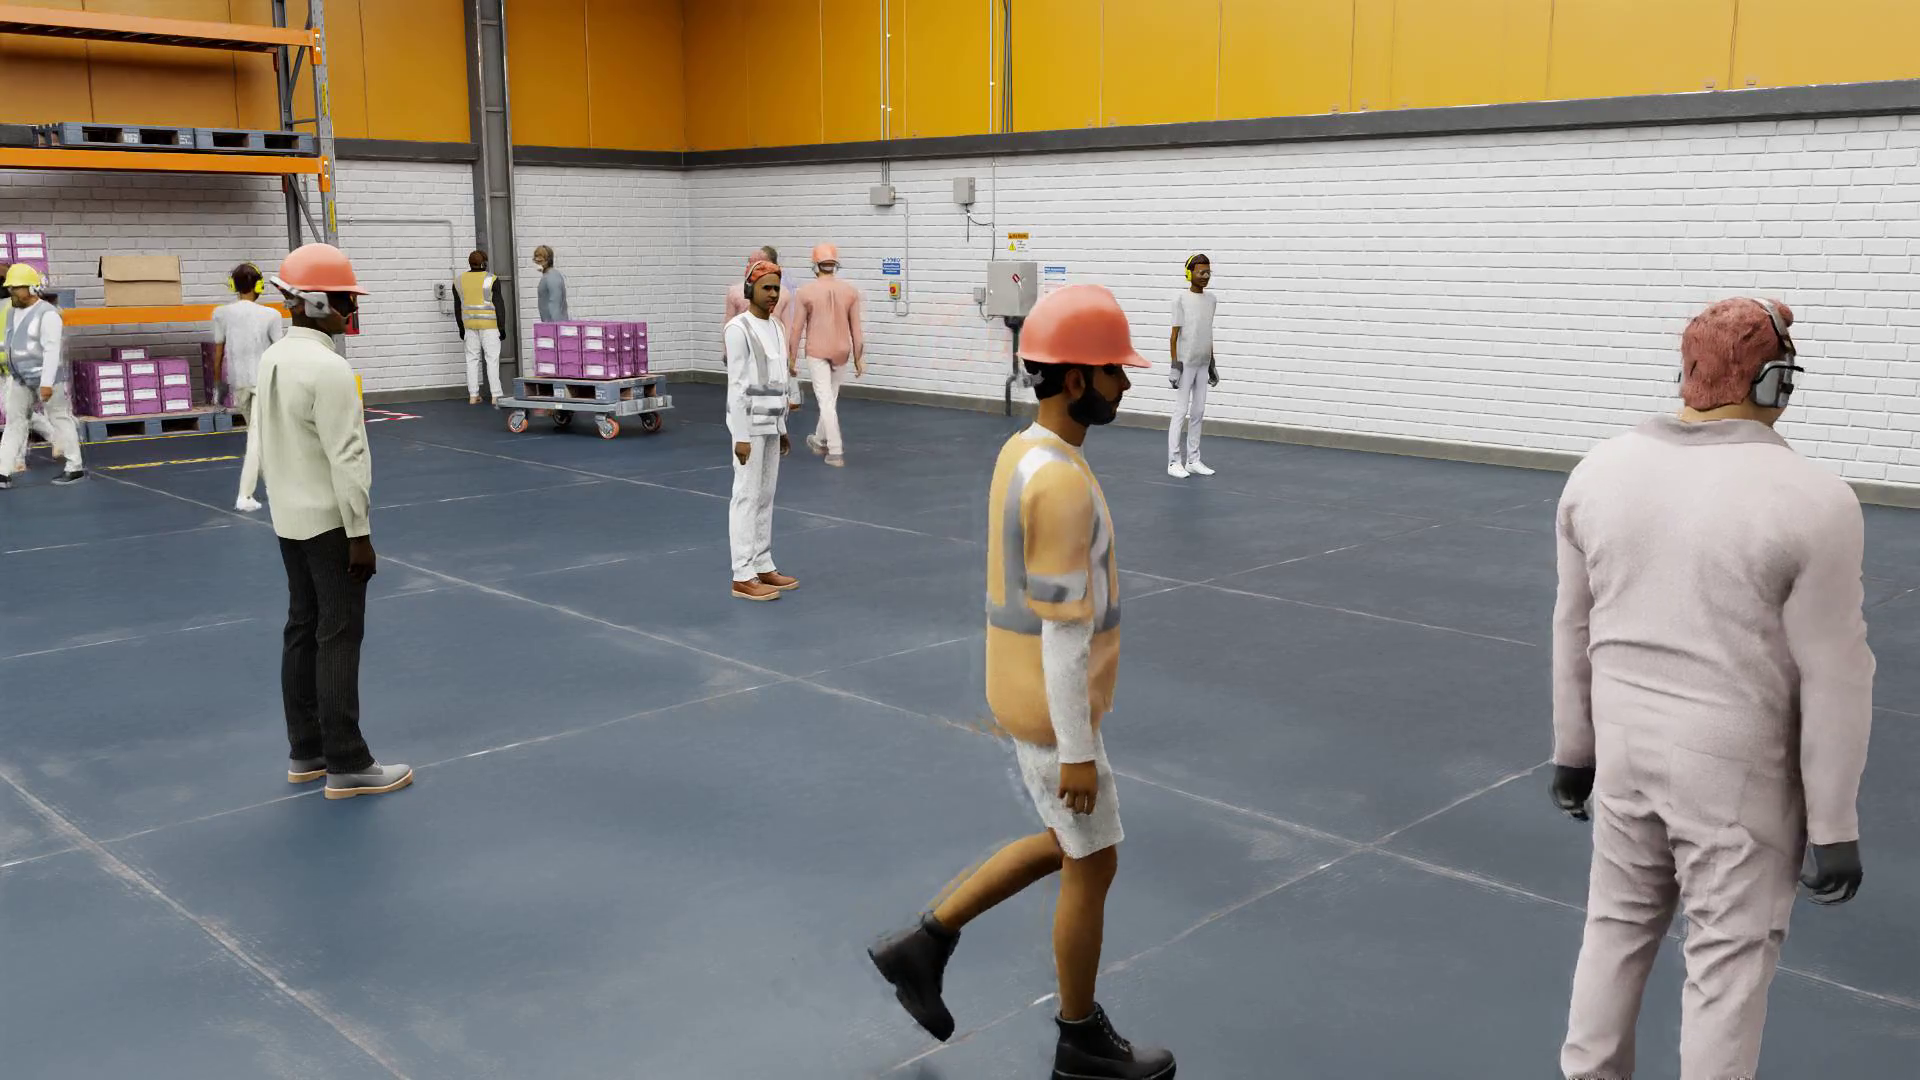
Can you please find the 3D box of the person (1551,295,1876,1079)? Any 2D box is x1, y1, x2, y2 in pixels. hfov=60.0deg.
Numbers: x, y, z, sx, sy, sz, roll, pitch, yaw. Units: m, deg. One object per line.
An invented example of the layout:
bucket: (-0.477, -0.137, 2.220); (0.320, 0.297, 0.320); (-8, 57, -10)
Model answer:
person: (1.540, 0.457, 3.438); (0.401, 1.905, 0.681); (-6, 12, -31)

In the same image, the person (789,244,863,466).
person: (-1.232, -1.666, 14.894); (0.642, 1.937, 1.008); (-5, 12, -27)

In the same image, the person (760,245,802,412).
person: (-2.191, -2.378, 18.900); (0.882, 1.900, 0.637); (-4, 11, -19)

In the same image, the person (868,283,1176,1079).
person: (0.164, 0.367, 3.878); (0.658, 1.919, 0.547); (-1, 10, -4)

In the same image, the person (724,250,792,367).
person: (-1.911, -1.810, 15.832); (0.645, 1.885, 0.797); (-5, 11, -24)

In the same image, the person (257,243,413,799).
person: (-2.295, -0.066, 6.034); (0.625, 1.990, 0.389); (10, 14, 43)

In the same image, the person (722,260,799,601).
person: (-1.120, -0.616, 9.338); (0.360, 1.882, 0.575); (4, 11, 19)

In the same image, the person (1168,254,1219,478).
person: (1.971, -1.463, 13.991); (0.530, 1.869, 0.311); (-8, 13, -36)

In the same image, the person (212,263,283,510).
person: (-5.264, -1.155, 12.461); (0.549, 1.814, 0.999); (0, 10, 0)

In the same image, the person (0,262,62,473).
person: (-8.061, -1.487, 14.339); (0.642, 1.805, 0.704); (4, 11, 20)

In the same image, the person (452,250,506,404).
person: (-5.752, -2.554, 20.014); (0.621, 1.845, 0.429); (2, 11, 9)

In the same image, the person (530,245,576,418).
person: (-4.576, -2.292, 18.387); (0.652, 1.907, 0.675); (-3, 11, -14)

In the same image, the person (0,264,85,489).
person: (-7.443, -1.288, 13.243); (0.627, 1.784, 0.905); (5, 12, 25)
